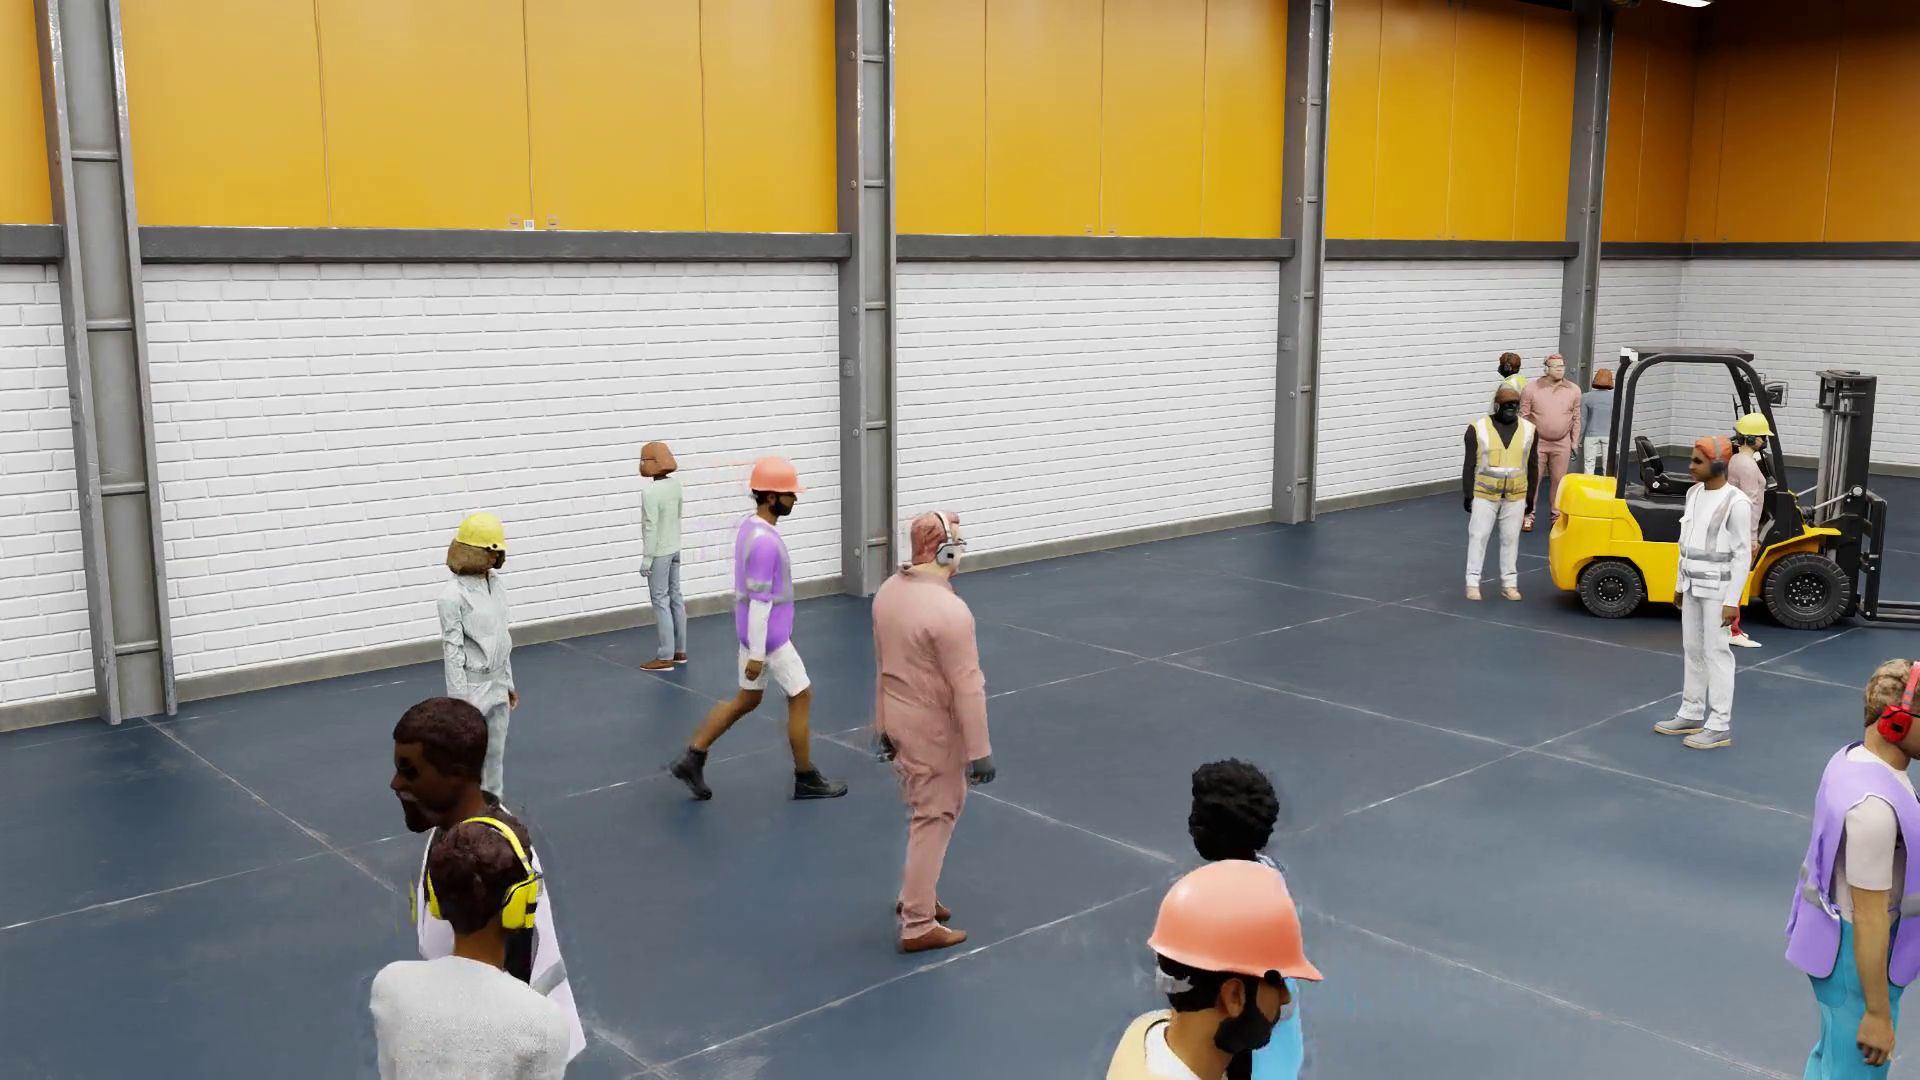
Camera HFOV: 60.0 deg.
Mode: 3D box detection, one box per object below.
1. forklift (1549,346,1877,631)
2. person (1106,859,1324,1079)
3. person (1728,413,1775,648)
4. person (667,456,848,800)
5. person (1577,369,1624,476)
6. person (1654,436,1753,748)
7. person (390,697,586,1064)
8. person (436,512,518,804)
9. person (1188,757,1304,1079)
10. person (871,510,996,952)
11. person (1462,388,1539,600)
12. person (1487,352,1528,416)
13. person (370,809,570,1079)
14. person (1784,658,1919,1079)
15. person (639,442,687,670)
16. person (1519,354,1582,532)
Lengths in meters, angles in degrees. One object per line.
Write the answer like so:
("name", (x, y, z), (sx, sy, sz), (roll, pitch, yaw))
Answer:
("forklift", (6.109, -0.478, 13.691), (2.313, 2.155, 1.214), (3, 10, 16))
("person", (0.396, 1.502, 2.924), (0.446, 1.910, 0.634), (1, 10, 5))
("person", (5.943, -0.079, 12.605), (0.315, 1.769, 0.525), (2, 10, 11))
("person", (-1.104, 0.491, 8.888), (0.914, 1.904, 0.545), (-3, 10, -17))
("person", (7.499, -1.191, 19.500), (0.507, 1.631, 0.266), (3, 10, 16))
("person", (4.495, 0.308, 9.999), (0.338, 1.880, 0.582), (-1, 10, -8))
("person", (-1.298, 1.314, 4.114), (0.956, 1.876, 0.588), (-5, 11, -29))
("person", (-2.279, 0.727, 7.970), (0.304, 1.740, 0.485), (3, 10, 16))
("person", (0.813, 1.385, 4.332), (0.743, 1.666, 0.552), (3, 10, 18))
("person", (-0.074, 0.812, 7.053), (0.503, 1.891, 0.646), (-5, 11, -26))
("person", (4.616, -0.385, 14.224), (0.631, 1.838, 0.430), (1, 10, 5))
("person", (6.289, -1.236, 19.157), (0.429, 1.845, 0.622), (6, 11, 32))
("person", (-1.016, 1.471, 3.391), (0.529, 1.829, 0.913), (4, 10, 22))
("person", (2.550, 1.232, 4.719), (0.390, 1.838, 0.563), (4, 11, 23))
("person", (-2.132, 0.114, 11.864), (0.270, 1.631, 0.509), (3, 10, 17))
("person", (6.280, -1.028, 17.732), (0.651, 1.913, 0.410), (1, 10, 7))
